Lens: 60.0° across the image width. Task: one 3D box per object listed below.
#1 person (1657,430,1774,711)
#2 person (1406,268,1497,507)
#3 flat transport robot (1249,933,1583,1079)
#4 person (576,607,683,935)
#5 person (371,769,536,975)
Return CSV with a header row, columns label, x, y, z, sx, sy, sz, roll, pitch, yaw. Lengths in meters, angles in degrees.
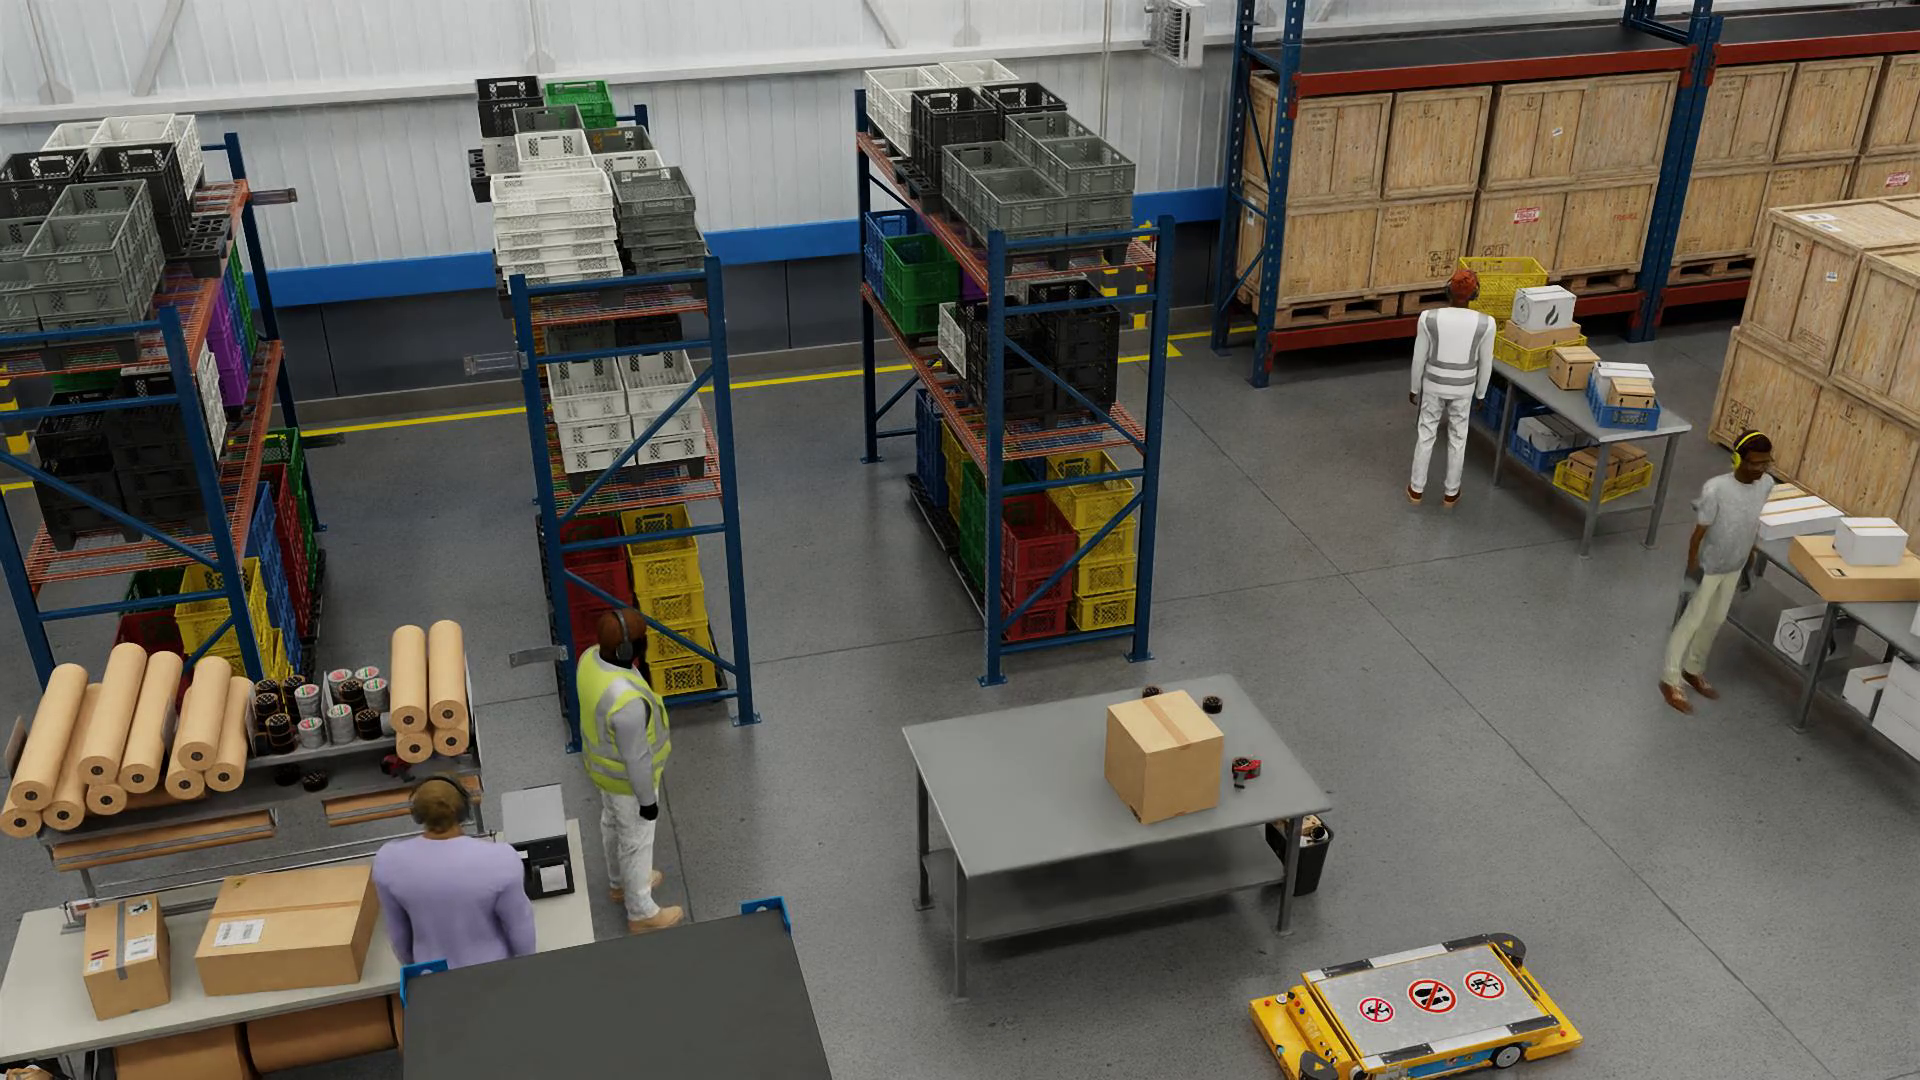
label,x,y,z,sx,sy,sz,roll,pitch,yaw
person,4.650,0.175,10.169,0.532,1.869,0.315,-10,30,-17
person,3.682,-1.139,12.545,0.575,1.883,0.355,8,30,14
flat transport robot,2.184,2.282,7.980,1.431,0.197,0.652,-8,30,-14
person,-1.670,1.158,8.420,0.431,1.837,0.628,-15,32,-25
person,-2.115,1.812,7.129,0.627,1.931,0.368,0,29,1
